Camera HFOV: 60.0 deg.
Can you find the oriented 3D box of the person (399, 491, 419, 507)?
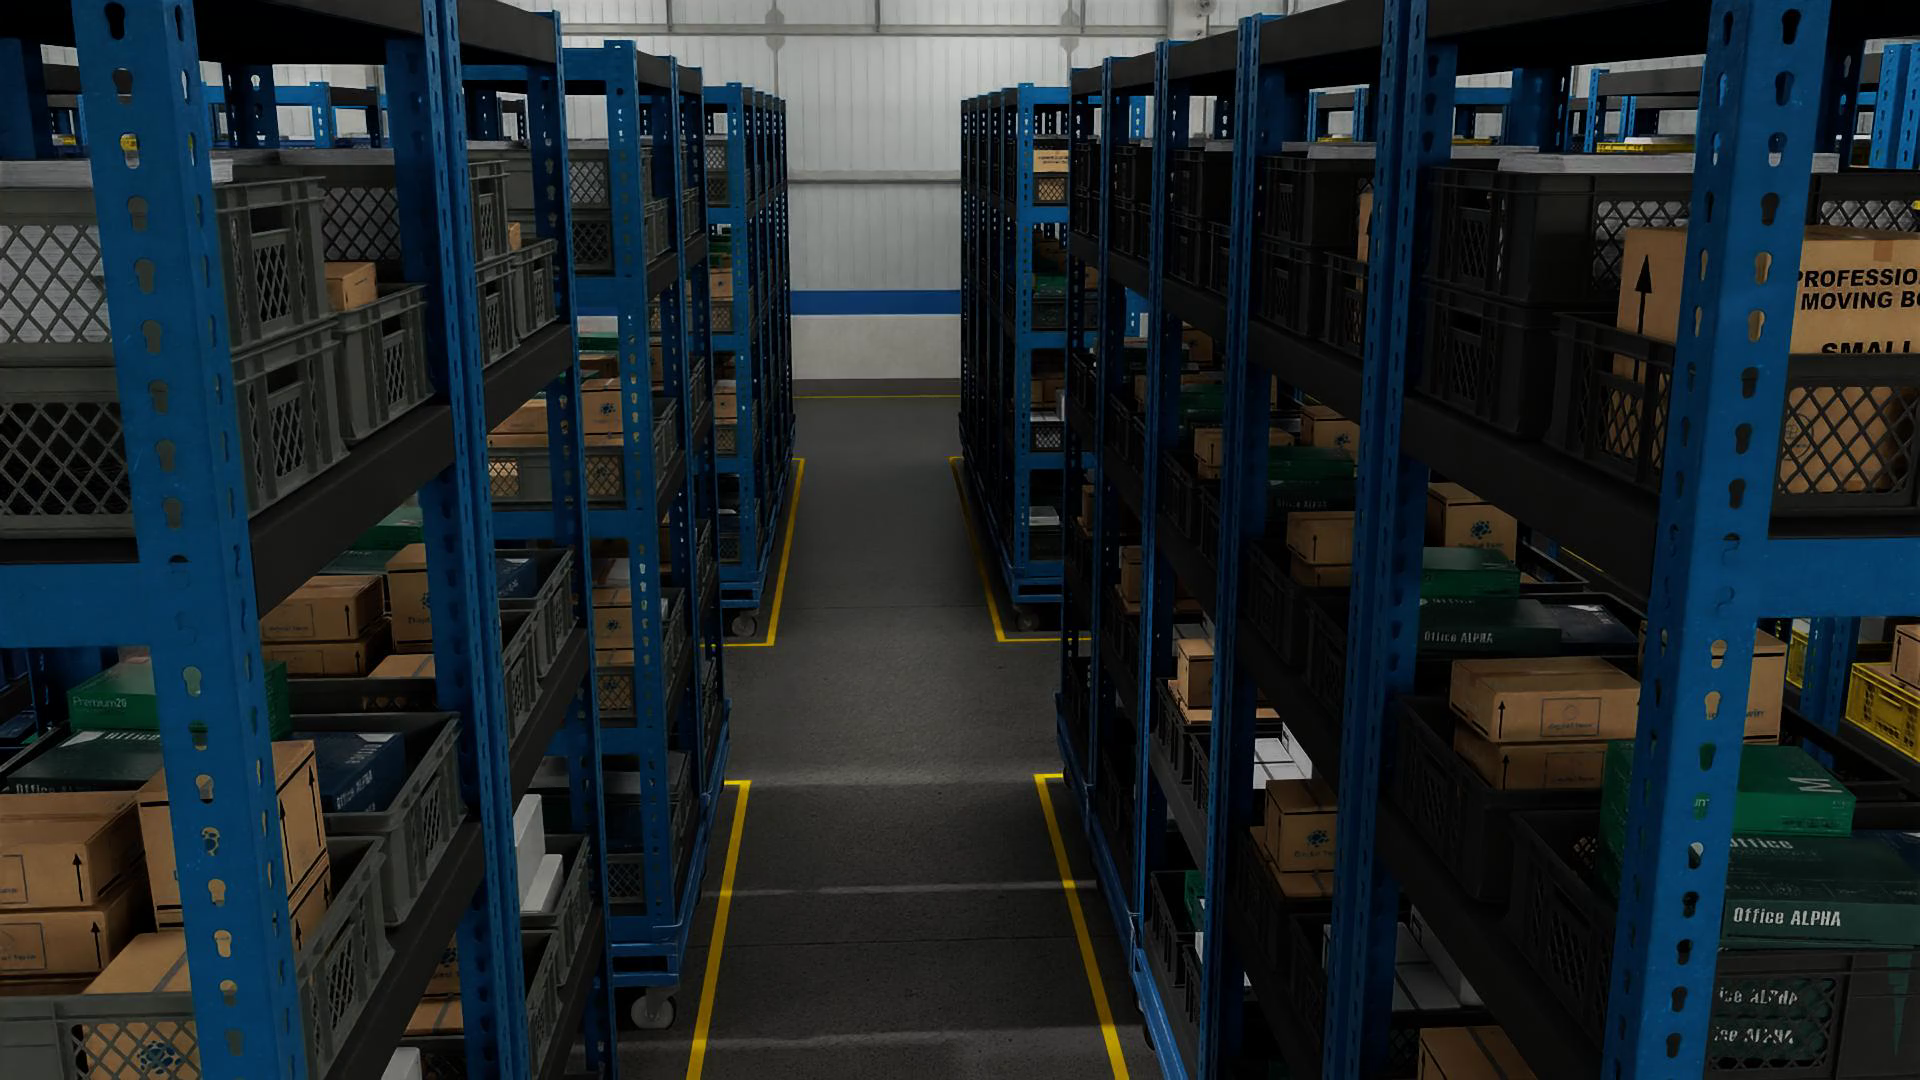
[{"bbox_3d":[-2.891,0.150,9.408,0.527,1.807,0.618,-3,14,-11],"label":"person"}]
